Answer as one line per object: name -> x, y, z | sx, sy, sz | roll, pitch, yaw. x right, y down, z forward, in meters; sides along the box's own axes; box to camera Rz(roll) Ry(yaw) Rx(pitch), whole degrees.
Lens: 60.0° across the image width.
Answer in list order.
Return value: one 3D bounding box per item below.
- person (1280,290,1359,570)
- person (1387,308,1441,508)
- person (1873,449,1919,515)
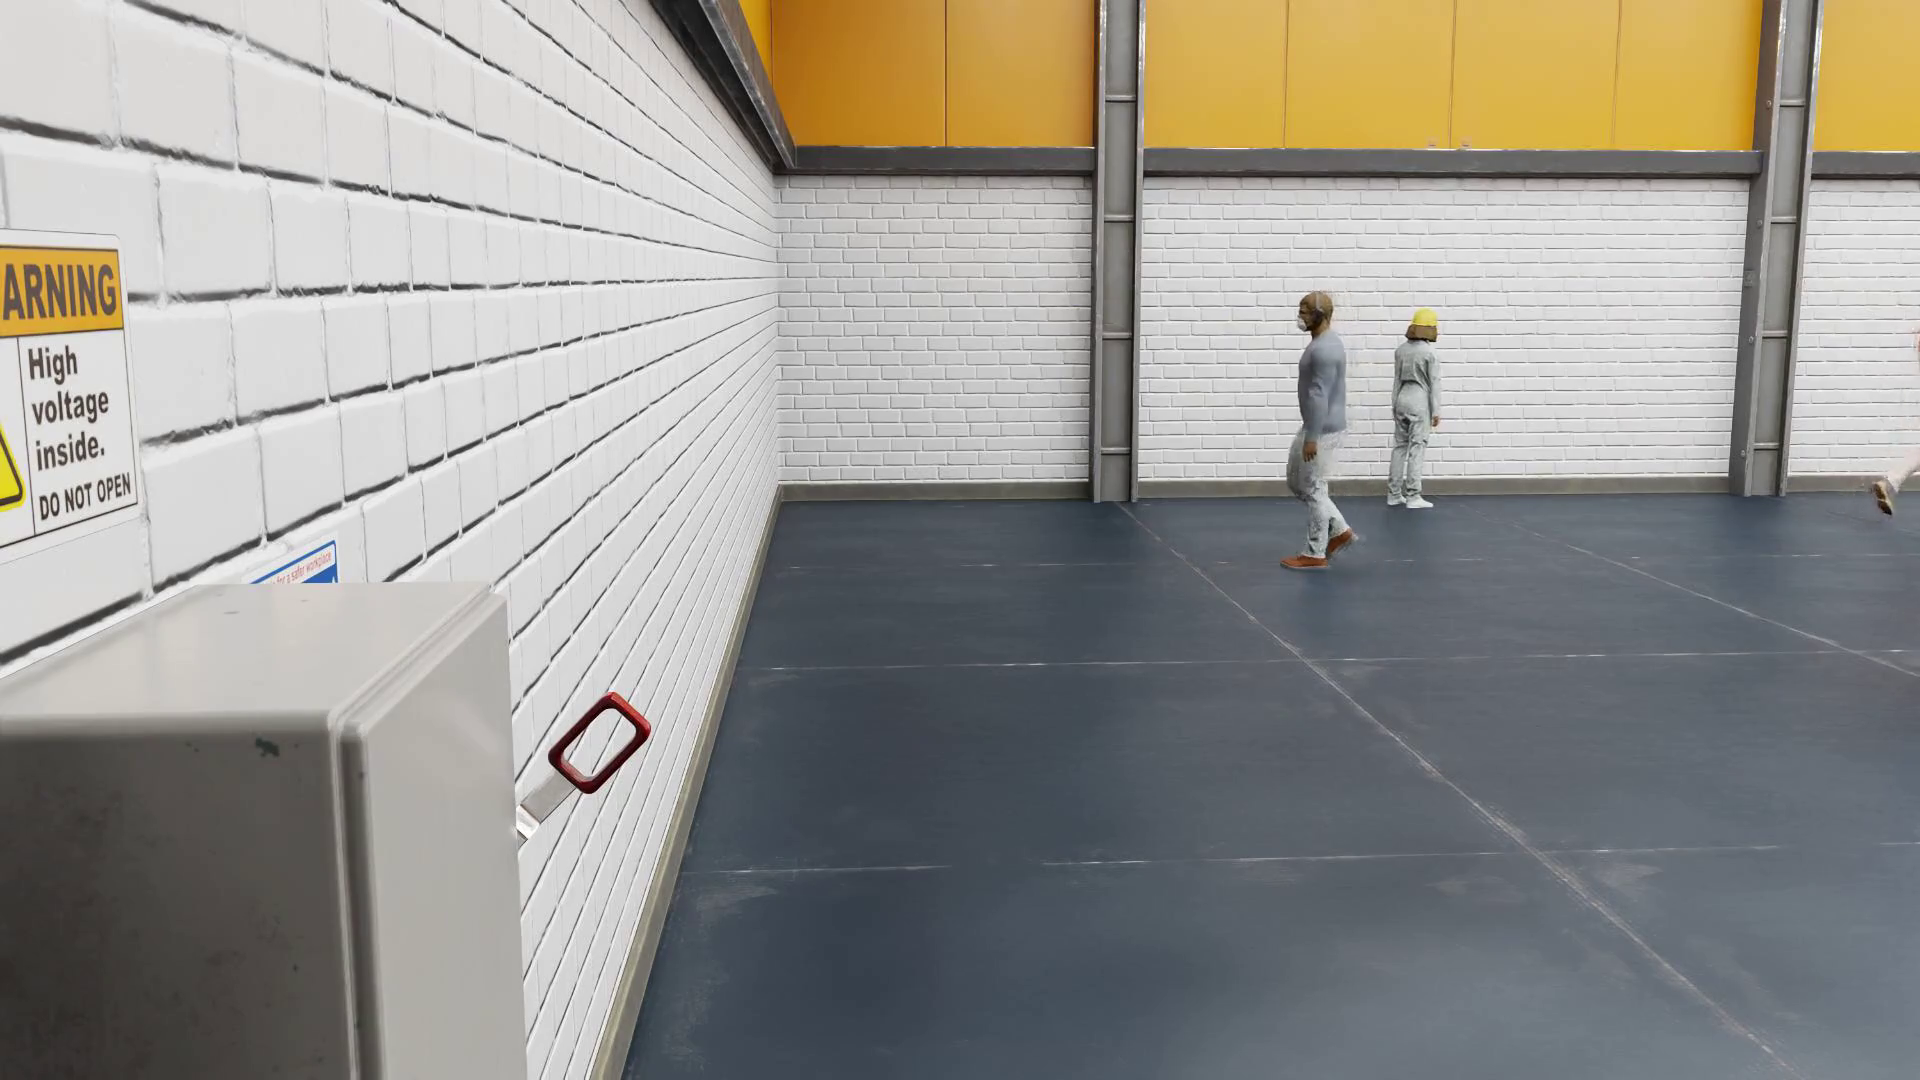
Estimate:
person -> 2.440, -0.736, 11.364 | 0.443, 1.926, 0.629 | 1, 9, 8
person -> 3.983, -1.141, 14.482 | 0.321, 1.740, 0.489 | -6, 11, -32
person -> 7.958, -1.108, 13.507 | 0.760, 1.976, 0.623 | 0, 9, -2
